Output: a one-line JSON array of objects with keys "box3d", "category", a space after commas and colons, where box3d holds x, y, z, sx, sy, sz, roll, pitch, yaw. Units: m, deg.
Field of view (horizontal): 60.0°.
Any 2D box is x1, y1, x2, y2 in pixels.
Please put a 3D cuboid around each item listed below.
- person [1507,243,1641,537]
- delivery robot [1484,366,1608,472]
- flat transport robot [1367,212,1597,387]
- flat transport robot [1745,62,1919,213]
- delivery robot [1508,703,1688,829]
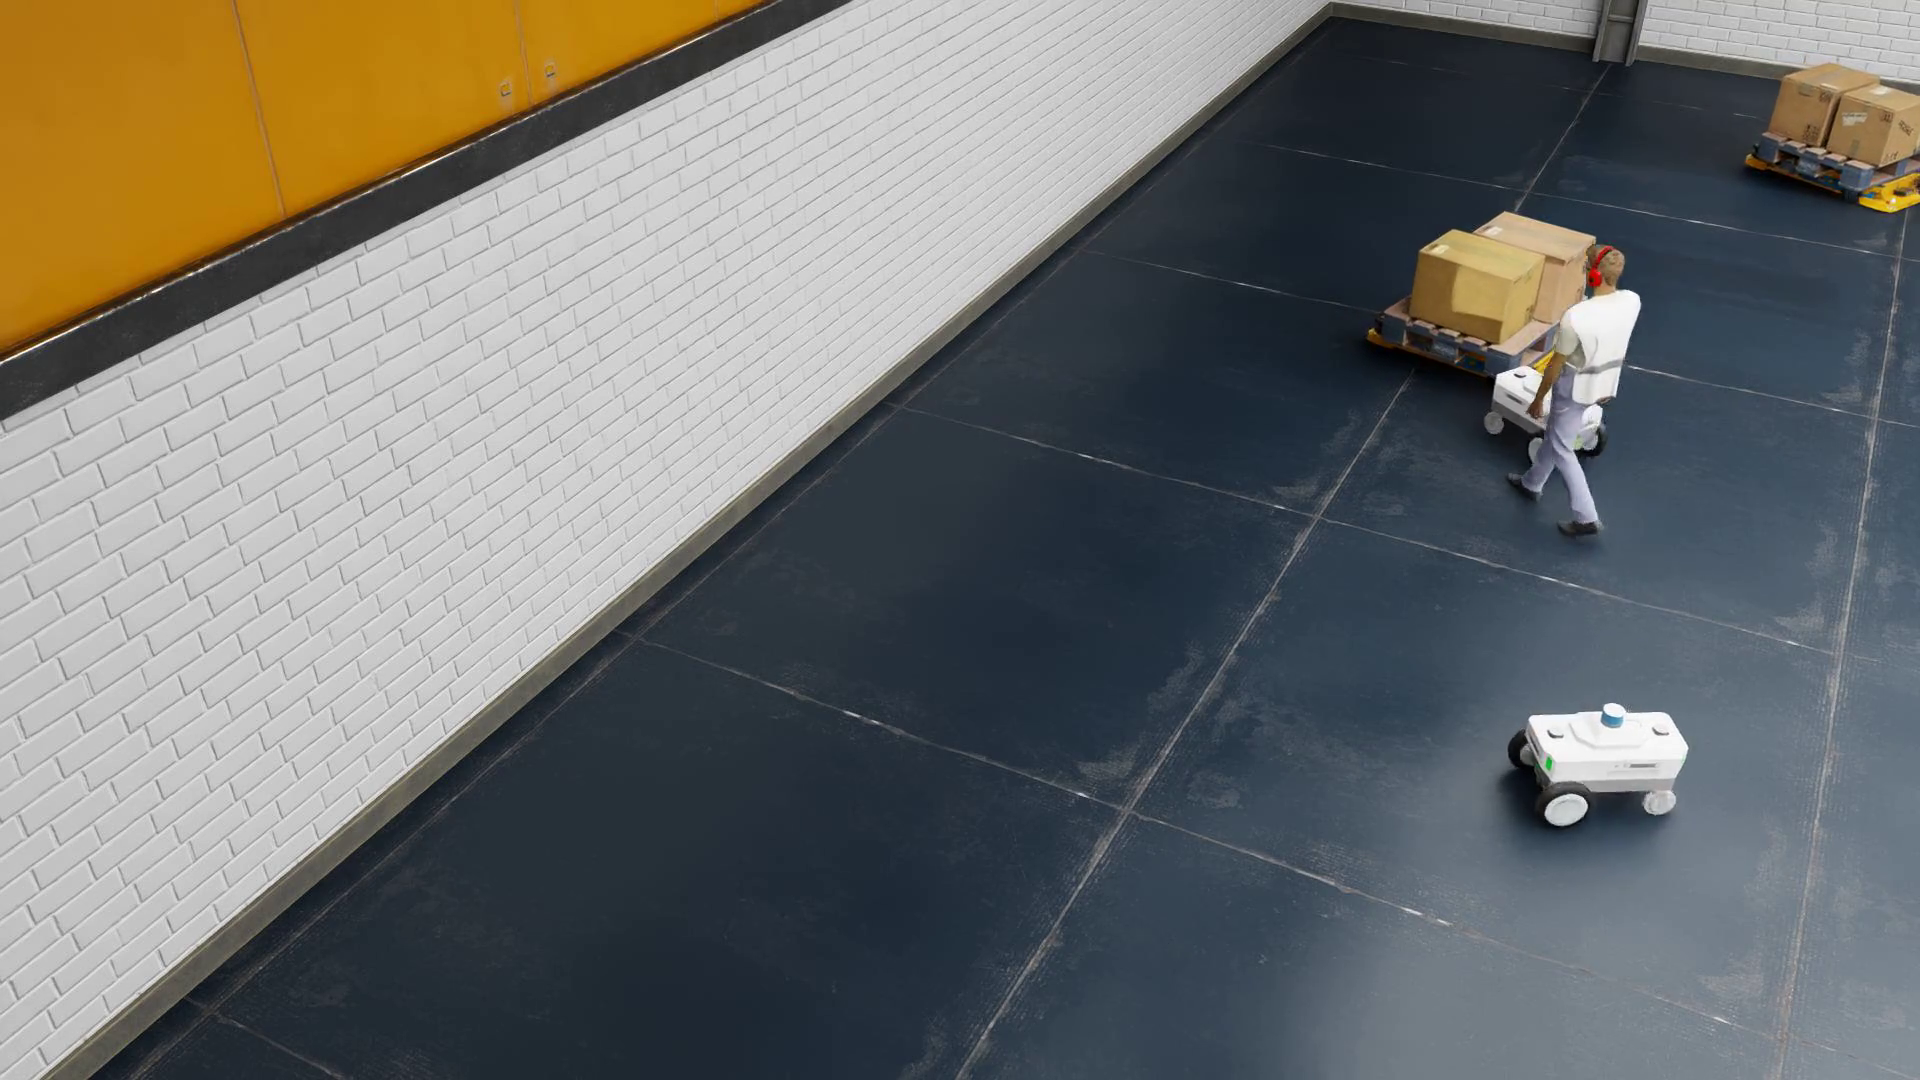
[{"box3d": [3.703, -0.903, 9.940, 0.575, 1.812, 0.839, -18, 38, -25], "category": "person"}, {"box3d": [3.862, -0.837, 10.958, 0.499, 0.586, 0.773, -17, 38, -24], "category": "delivery robot"}, {"box3d": [3.766, -1.418, 12.088, 1.431, 0.231, 0.659, 26, 42, 33], "category": "flat transport robot"}, {"box3d": [7.867, -3.293, 14.877, 0.659, 0.231, 1.431, -21, 39, -28], "category": "flat transport robot"}, {"box3d": [3.116, 1.070, 8.146, 0.812, 0.614, 0.499, -1, 34, -2], "category": "delivery robot"}]
